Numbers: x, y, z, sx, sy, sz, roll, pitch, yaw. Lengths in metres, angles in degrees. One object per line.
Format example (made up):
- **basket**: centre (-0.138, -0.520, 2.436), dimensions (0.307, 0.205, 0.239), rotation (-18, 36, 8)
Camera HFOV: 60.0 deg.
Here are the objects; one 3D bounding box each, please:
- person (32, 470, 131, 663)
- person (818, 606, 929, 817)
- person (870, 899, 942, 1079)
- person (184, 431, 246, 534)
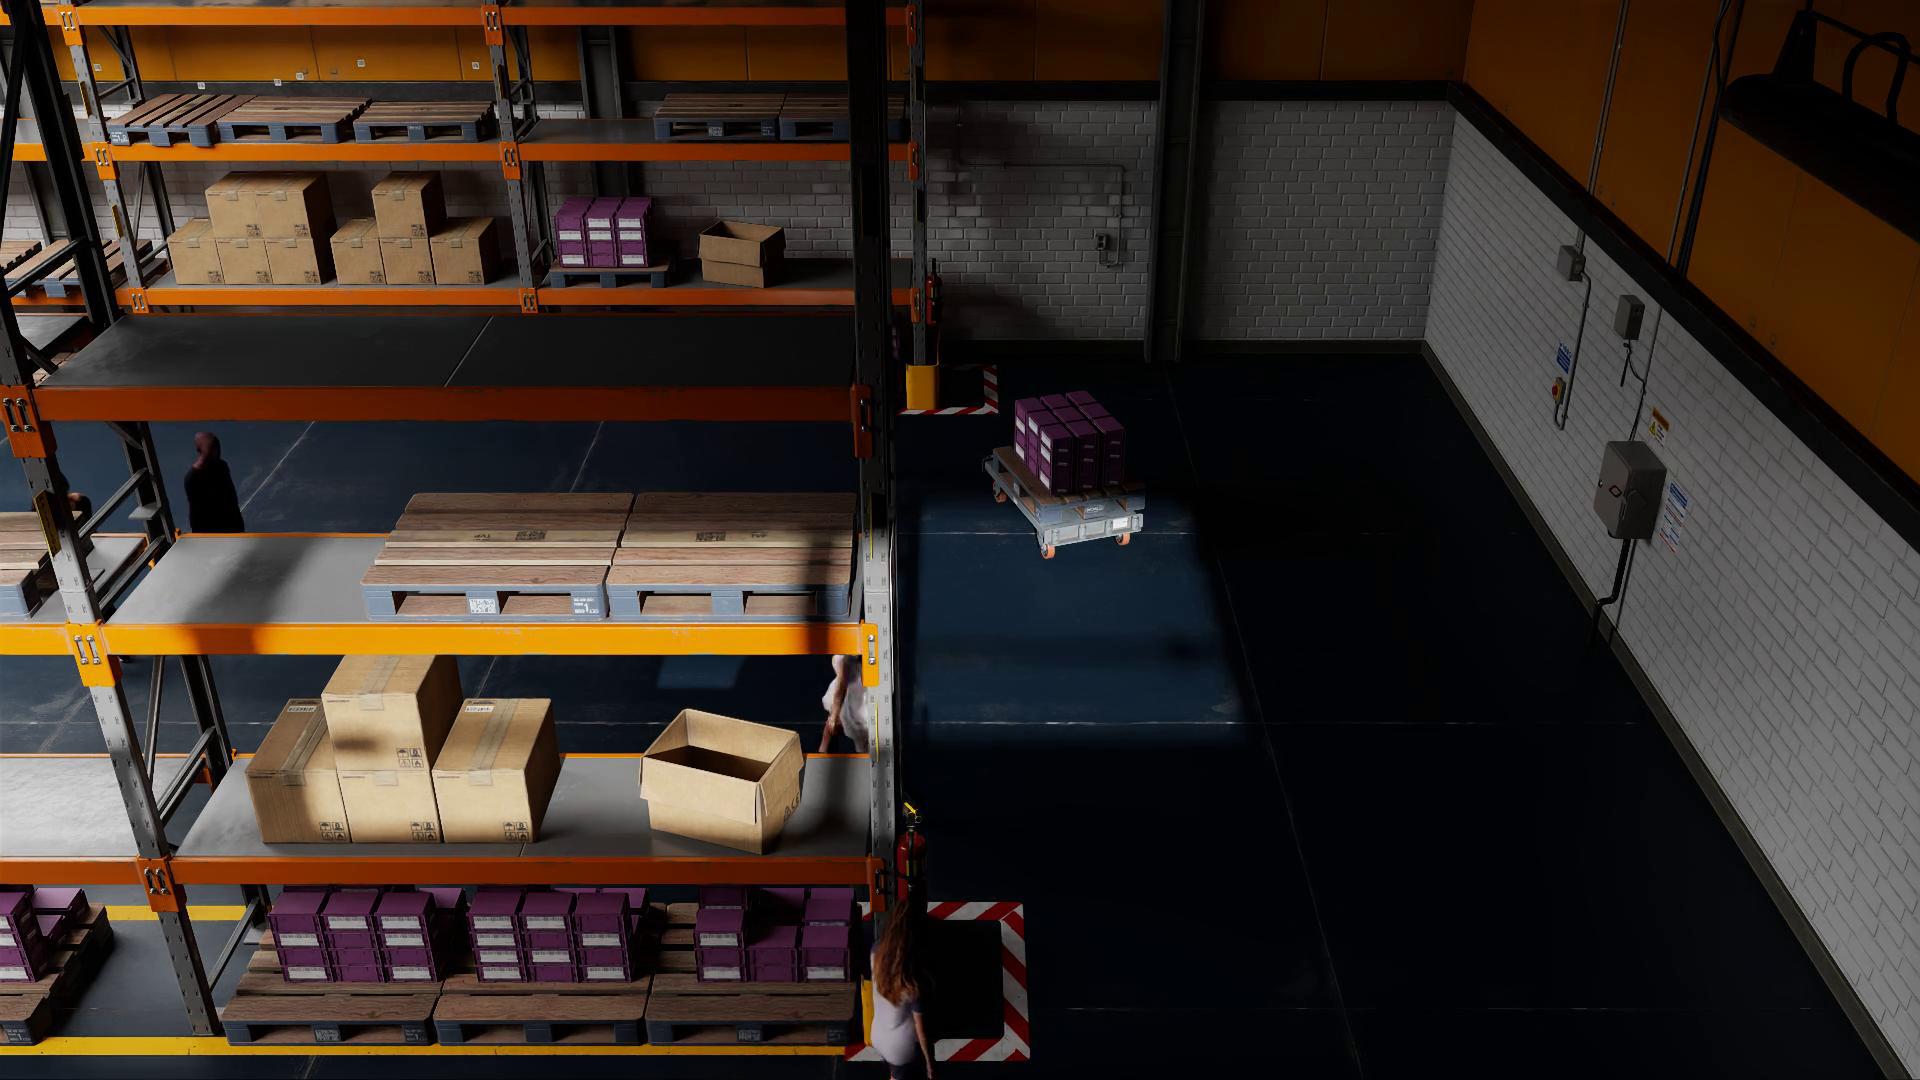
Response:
- **person**: centre (-6.756, 0.214, 12.769), dimensions (0.683, 1.772, 0.685), rotation (14, 32, 24)
- **person**: centre (-0.592, 1.173, 11.074), dimensions (1.269, 1.710, 0.823), rotation (7, 29, 13)
- **person**: centre (-0.375, 2.593, 8.473), dimensions (0.826, 1.709, 0.776), rotation (-18, 33, -29)
- **person**: centre (-6.025, -0.087, 13.360), dimensions (0.883, 1.734, 0.750), rotation (7, 29, 13)
